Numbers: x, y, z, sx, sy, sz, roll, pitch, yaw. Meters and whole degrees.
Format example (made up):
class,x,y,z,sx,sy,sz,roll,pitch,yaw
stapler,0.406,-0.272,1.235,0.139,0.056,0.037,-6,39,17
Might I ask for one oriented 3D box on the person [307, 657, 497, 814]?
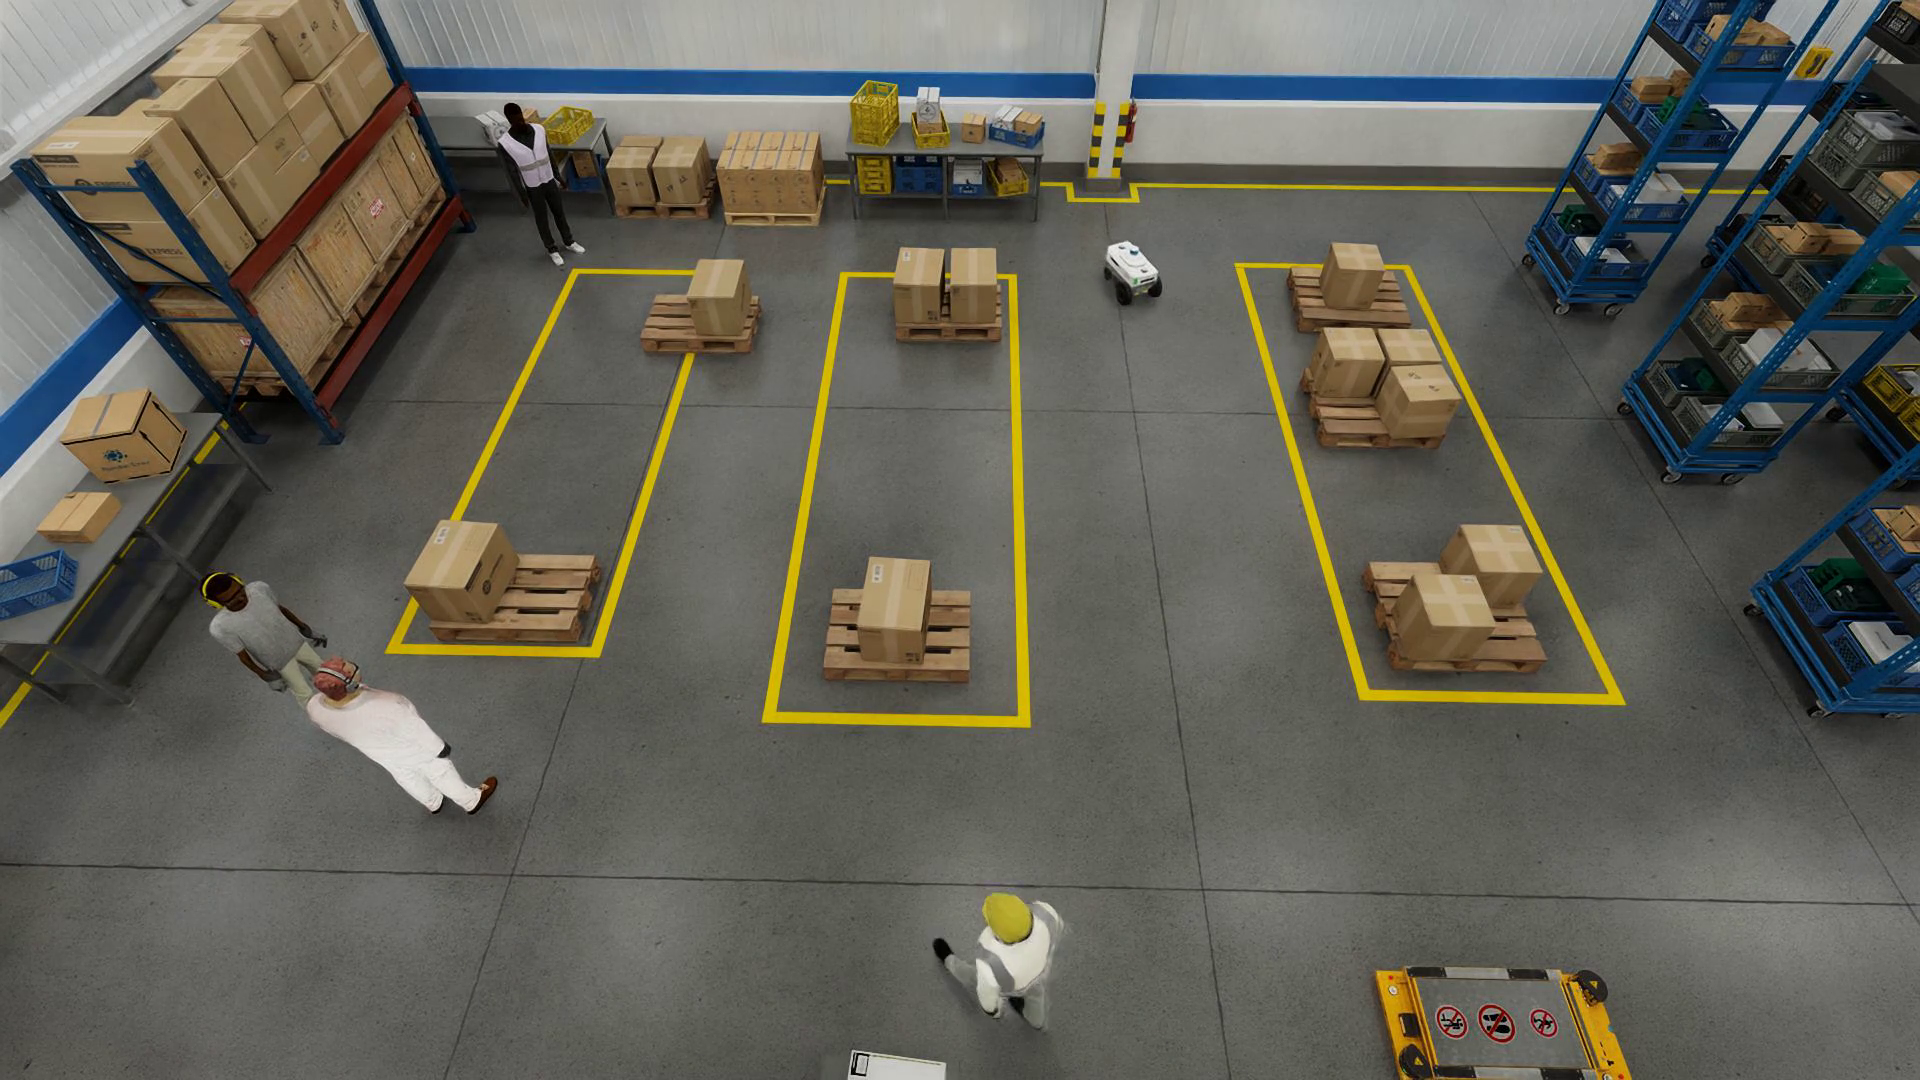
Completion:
class,x,y,z,sx,sy,sz,roll,pitch,yaw
person,-3.842,1.374,6.301,0.640,1.909,0.409,4,51,3

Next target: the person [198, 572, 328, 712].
class,x,y,z,sx,sy,sz,roll,pitch,yaw
person,-4.944,0.837,6.760,0.328,1.874,0.521,9,51,7

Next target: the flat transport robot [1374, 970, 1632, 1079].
class,x,y,z,sx,sy,sz,roll,pitch,yaw
flat transport robot,3.501,3.133,5.914,1.431,0.197,0.652,1,51,1

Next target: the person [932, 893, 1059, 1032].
class,x,y,z,sx,sy,sz,roll,pitch,yaw
person,0.228,2.434,5.504,0.600,1.792,0.892,-31,57,-23

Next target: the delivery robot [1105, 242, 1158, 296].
class,x,y,z,sx,sy,sz,roll,pitch,yaw
delivery robot,2.037,-3.253,10.880,0.477,0.478,0.707,-19,53,-15

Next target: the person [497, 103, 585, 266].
class,x,y,z,sx,sy,sz,roll,pitch,yaw
person,-4.985,-4.224,10.856,0.377,1.917,0.599,31,57,23
